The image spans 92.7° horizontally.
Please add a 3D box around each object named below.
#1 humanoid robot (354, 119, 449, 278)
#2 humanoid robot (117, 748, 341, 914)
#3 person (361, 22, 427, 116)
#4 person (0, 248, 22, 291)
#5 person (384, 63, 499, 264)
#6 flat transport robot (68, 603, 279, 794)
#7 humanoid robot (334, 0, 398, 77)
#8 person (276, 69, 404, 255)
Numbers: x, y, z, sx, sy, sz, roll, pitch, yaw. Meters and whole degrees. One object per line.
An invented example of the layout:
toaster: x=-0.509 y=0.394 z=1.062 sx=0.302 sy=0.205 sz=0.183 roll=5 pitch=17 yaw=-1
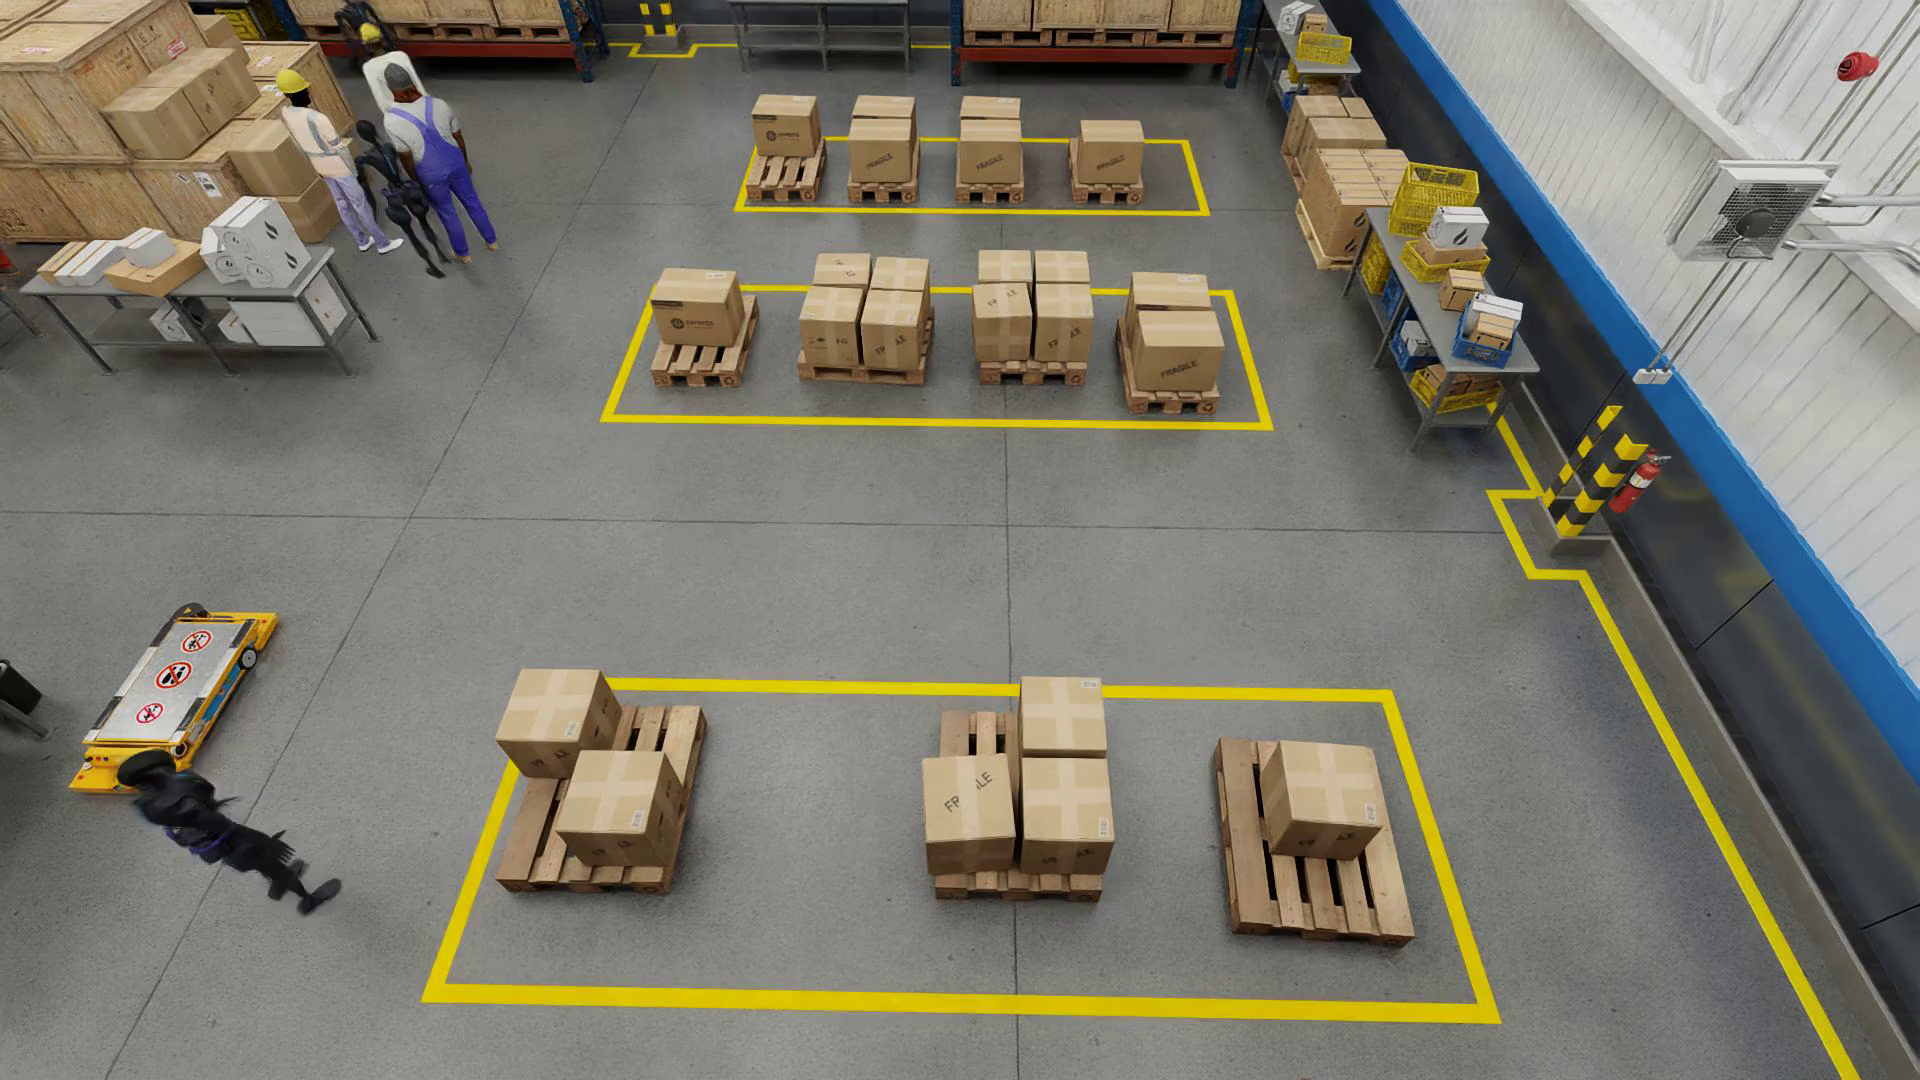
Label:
humanoid robot: x=-5.746 y=-3.483 z=9.394 sx=0.432 sy=1.651 sz=0.591 roll=30 pitch=56 yaw=23
humanoid robot: x=-4.079 y=1.616 z=5.077 sx=0.637 sy=1.649 sz=0.326 roll=20 pitch=52 yaw=16
person: x=-6.487 y=-5.082 z=10.696 sx=0.376 sy=1.749 sz=0.538 roll=36 pitch=58 yaw=26
person: x=-10.320 y=-3.405 z=9.117 sx=0.376 sy=1.997 sz=0.610 roll=-3 pitch=50 yaw=-2
person: x=-5.423 y=-3.873 z=9.485 sx=0.538 sy=2.000 sz=0.682 roll=34 pitch=58 yaw=25
flat transport robot: x=-5.504 y=1.072 z=6.442 sx=0.652 sy=0.197 sz=1.431 roll=1 pitch=50 yaw=1
humanoid robot: x=-7.446 y=-6.230 z=11.723 sx=0.522 sy=1.636 sz=0.617 roll=20 pitch=52 yaw=16
person: x=-6.540 y=-3.908 z=9.588 sx=0.586 sy=1.927 sz=0.360 roll=12 pitch=51 yaw=10
